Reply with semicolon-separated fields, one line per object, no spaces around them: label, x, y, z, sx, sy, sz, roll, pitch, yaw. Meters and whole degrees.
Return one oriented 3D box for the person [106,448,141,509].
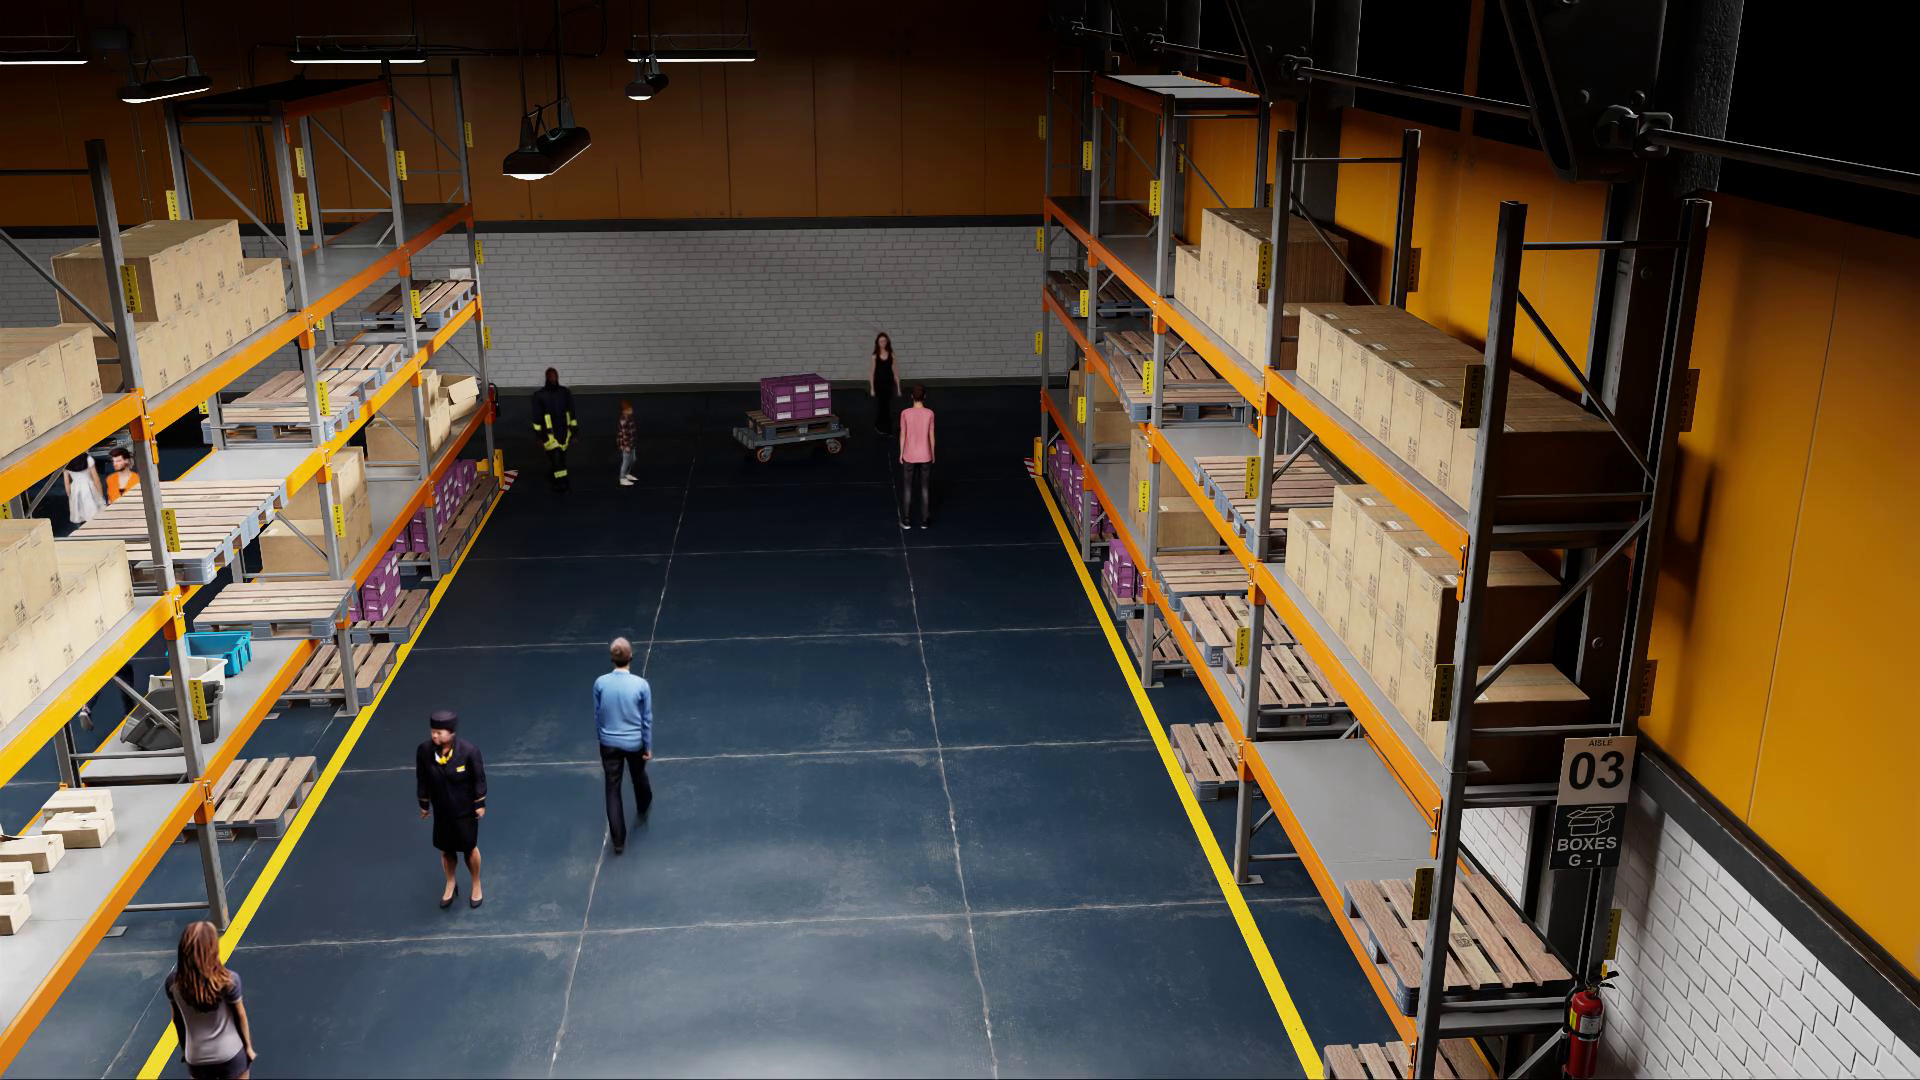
person;-9.707;-0.196;19.582;0.755;1.874;0.856;2;19;6

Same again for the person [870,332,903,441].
person;-1.241;-2.474;26.625;0.799;1.696;1.138;-7;20;-20

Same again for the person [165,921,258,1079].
person;-4.504;3.091;10.044;0.610;1.732;0.562;0;19;0

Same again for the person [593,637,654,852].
person;-2.852;1.747;13.990;0.707;1.760;1.158;-1;19;-3

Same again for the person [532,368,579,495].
person;-5.825;-1.588;23.857;1.104;1.784;1.312;-11;22;-30

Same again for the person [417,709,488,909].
person;-3.968;2.104;13.070;0.728;1.671;0.668;1;19;2

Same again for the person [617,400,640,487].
person;-4.870;-1.412;24.128;0.654;1.277;0.524;-1;19;-4

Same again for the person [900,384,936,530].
person;-0.568;-1.108;22.160;0.620;1.957;0.544;-2;19;-5
